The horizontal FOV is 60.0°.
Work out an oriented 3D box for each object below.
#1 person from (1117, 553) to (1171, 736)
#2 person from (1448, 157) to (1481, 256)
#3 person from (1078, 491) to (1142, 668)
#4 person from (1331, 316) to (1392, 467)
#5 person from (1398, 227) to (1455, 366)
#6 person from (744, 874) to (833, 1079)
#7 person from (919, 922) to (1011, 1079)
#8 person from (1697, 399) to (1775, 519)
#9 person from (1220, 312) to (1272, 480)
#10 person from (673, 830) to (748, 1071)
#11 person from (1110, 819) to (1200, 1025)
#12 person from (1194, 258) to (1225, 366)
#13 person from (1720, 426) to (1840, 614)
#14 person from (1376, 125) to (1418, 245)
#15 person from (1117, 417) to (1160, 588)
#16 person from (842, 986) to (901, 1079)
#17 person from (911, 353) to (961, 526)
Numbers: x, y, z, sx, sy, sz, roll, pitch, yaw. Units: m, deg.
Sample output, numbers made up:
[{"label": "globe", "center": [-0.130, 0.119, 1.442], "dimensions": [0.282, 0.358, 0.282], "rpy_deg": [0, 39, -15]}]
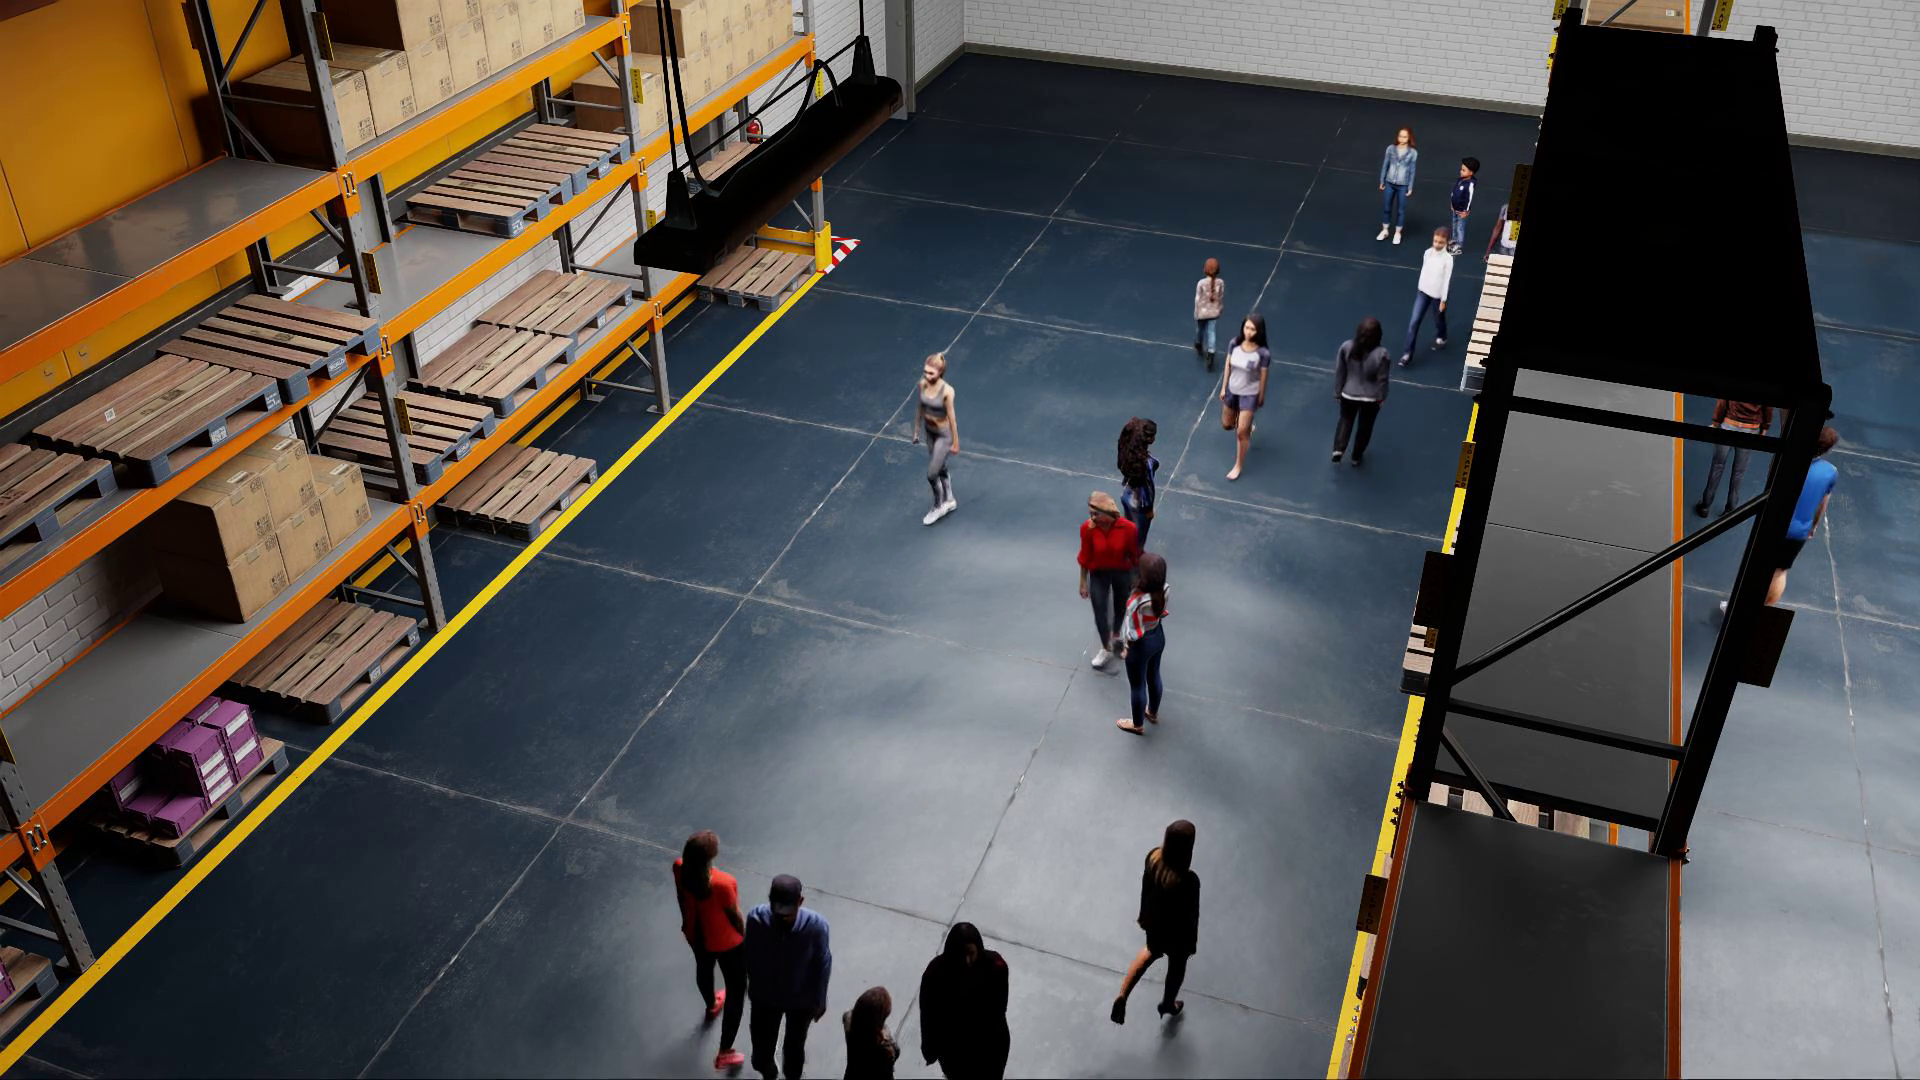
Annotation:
[{"label": "person", "center": [1.417, 0.775, 12.658], "dimensions": [0.717, 1.612, 0.584], "rpy_deg": [28, 43, 35]}, {"label": "person", "center": [6.137, -4.094, 20.337], "dimensions": [0.656, 1.221, 0.562], "rpy_deg": [-6, 34, -8]}, {"label": "person", "center": [1.225, 0.297, 13.329], "dimensions": [0.787, 1.666, 0.776], "rpy_deg": [-5, 34, -7]}, {"label": "person", "center": [3.827, -1.380, 15.924], "dimensions": [0.720, 1.585, 0.802], "rpy_deg": [16, 37, 23]}, {"label": "person", "center": [5.145, -2.659, 17.915], "dimensions": [0.775, 1.512, 1.147], "rpy_deg": [25, 41, 32]}, {"label": "person", "center": [-1.003, 2.575, 9.718], "dimensions": [0.756, 1.869, 0.740], "rpy_deg": [4, 34, 6]}, {"label": "person", "center": [0.013, 2.774, 9.571], "dimensions": [1.005, 1.701, 1.241], "rpy_deg": [-4, 34, -6]}, {"label": "person", "center": [7.094, -0.984, 15.151], "dimensions": [0.649, 1.782, 0.524], "rpy_deg": [13, 36, 19]}, {"label": "person", "center": [2.752, -1.430, 15.904], "dimensions": [0.769, 1.690, 0.942], "rpy_deg": [23, 40, 31]}, {"label": "person", "center": [-1.496, 2.439, 10.085], "dimensions": [0.800, 1.689, 0.917], "rpy_deg": [12, 35, 17]}, {"label": "person", "center": [1.209, 2.407, 10.160], "dimensions": [0.921, 1.661, 0.790], "rpy_deg": [-25, 41, -32]}, {"label": "person", "center": [2.688, -2.439, 17.889], "dimensions": [0.681, 1.174, 0.893], "rpy_deg": [-1, 34, -2]}, {"label": "person", "center": [6.804, -0.062, 13.727], "dimensions": [0.805, 1.823, 0.753], "rpy_deg": [-3, 34, -4]}, {"label": "person", "center": [5.421, -4.417, 20.592], "dimensions": [0.589, 1.476, 0.544], "rpy_deg": [16, 37, 23]}, {"label": "person", "center": [1.526, -0.333, 14.314], "dimensions": [0.759, 1.625, 0.688], "rpy_deg": [-12, 36, -18]}, {"label": "person", "center": [-0.567, 3.097, 9.103], "dimensions": [1.080, 1.680, 0.848], "rpy_deg": [-27, 42, -34]}, {"label": "person", "center": [-0.140, -0.970, 15.216], "dimensions": [0.743, 1.687, 0.802], "rpy_deg": [28, 42, 35]}]
